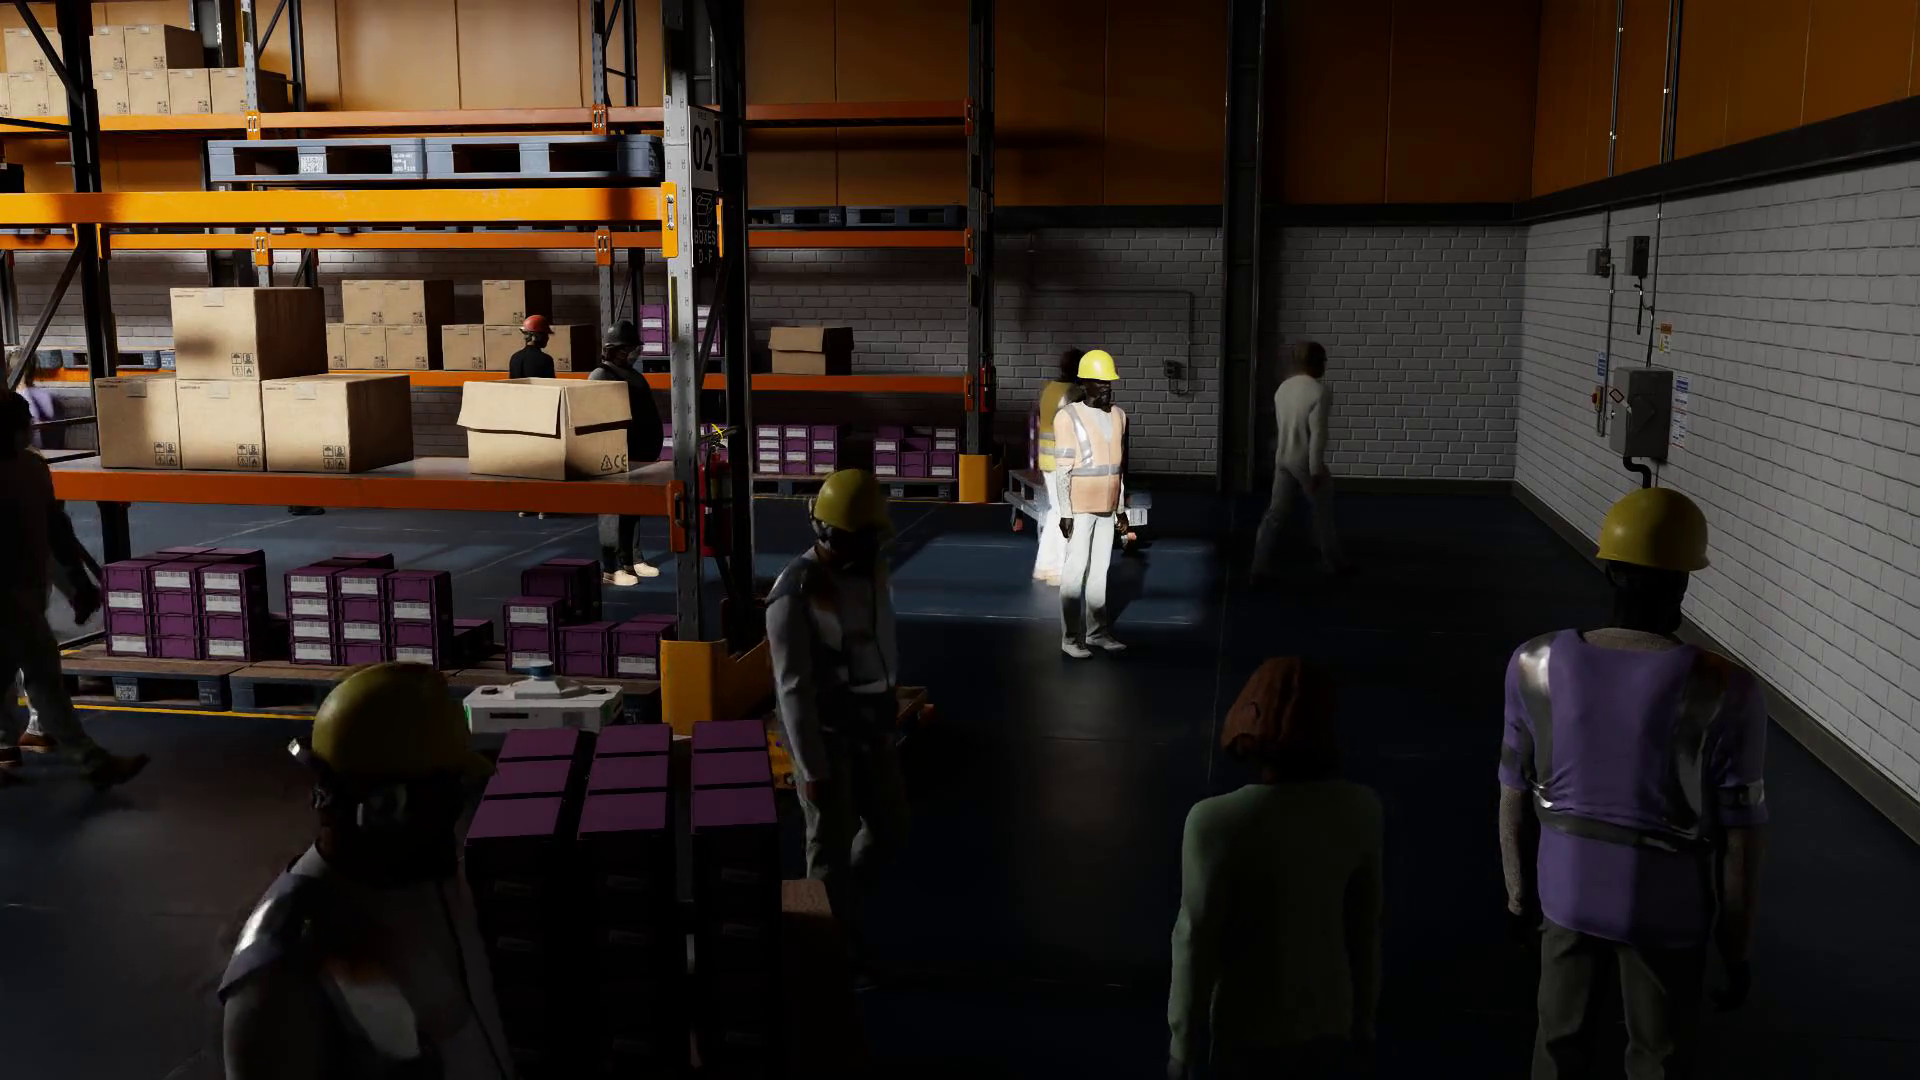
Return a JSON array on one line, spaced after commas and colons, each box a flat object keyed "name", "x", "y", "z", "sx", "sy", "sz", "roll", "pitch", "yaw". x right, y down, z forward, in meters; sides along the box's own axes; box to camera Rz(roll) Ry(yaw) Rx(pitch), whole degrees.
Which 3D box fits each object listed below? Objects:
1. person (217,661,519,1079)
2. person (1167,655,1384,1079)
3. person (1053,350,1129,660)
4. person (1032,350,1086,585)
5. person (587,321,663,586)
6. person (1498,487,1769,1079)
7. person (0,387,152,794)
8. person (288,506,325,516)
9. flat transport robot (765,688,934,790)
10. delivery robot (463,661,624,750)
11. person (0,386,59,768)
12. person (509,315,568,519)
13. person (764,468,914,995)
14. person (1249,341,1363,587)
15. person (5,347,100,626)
[{"name": "person", "x": -0.997, "y": 1.084, "z": 2.684, "sx": 0.708, "sy": 1.812, "sz": 0.608, "roll": 1, "pitch": 9, "yaw": 4}, {"name": "person", "x": 0.717, "y": 1.060, "z": 3.501, "sx": 0.510, "sy": 1.601, "sz": 0.653, "roll": -4, "pitch": 10, "yaw": -26}, {"name": "person", "x": 0.840, "y": -0.228, "z": 10.448, "sx": 0.588, "sy": 1.927, "sz": 0.369, "roll": -8, "pitch": 12, "yaw": -42}, {"name": "person", "x": 0.820, "y": -0.553, "z": 12.847, "sx": 0.450, "sy": 1.818, "sz": 0.634, "roll": -4, "pitch": 10, "yaw": -25}, {"name": "person", "x": -2.567, "y": -0.684, "z": 12.925, "sx": 0.537, "sy": 2.000, "sz": 0.679, "roll": 3, "pitch": 10, "yaw": 16}, {"name": "person", "x": 1.536, "y": 0.837, "z": 3.845, "sx": 0.588, "sy": 1.927, "sz": 0.370, "roll": 7, "pitch": 12, "yaw": 39}, {"name": "person", "x": -4.270, "y": 0.242, "z": 7.655, "sx": 1.014, "sy": 1.884, "sz": 0.635, "roll": 0, "pitch": 9, "yaw": -2}, {"name": "person", "x": -6.542, "y": -1.213, "z": 16.528, "sx": 0.376, "sy": 1.936, "sz": 0.549, "roll": -5, "pitch": 10, "yaw": -27}, {"name": "flat transport robot", "x": -0.615, "y": 0.946, "z": 8.292, "sx": 0.652, "sy": 0.197, "sz": 1.431, "roll": 2, "pitch": 9, "yaw": 13}, {"name": "delivery robot", "x": -1.976, "y": 0.820, "z": 7.902, "sx": 0.707, "sy": 0.478, "sz": 0.477, "roll": 0, "pitch": 9, "yaw": 0}, {"name": "person", "x": -4.712, "y": 0.173, "z": 8.120, "sx": 0.394, "sy": 1.880, "sz": 0.589, "roll": 2, "pitch": 9, "yaw": 12}, {"name": "person", "x": -4.146, "y": -1.202, "z": 16.294, "sx": 0.612, "sy": 1.991, "sz": 0.392, "roll": 7, "pitch": 11, "yaw": 36}, {"name": "person", "x": -0.367, "y": 0.648, "z": 5.453, "sx": 0.476, "sy": 1.792, "sz": 0.635, "roll": 6, "pitch": 11, "yaw": 33}, {"name": "person", "x": 2.644, "y": -0.576, "z": 12.767, "sx": 1.041, "sy": 1.880, "sz": 0.649, "roll": -5, "pitch": 11, "yaw": -29}, {"name": "person", "x": -6.108, "y": -0.318, "z": 11.048, "sx": 0.738, "sy": 1.919, "sz": 0.633, "roll": 1, "pitch": 9, "yaw": 8}]
